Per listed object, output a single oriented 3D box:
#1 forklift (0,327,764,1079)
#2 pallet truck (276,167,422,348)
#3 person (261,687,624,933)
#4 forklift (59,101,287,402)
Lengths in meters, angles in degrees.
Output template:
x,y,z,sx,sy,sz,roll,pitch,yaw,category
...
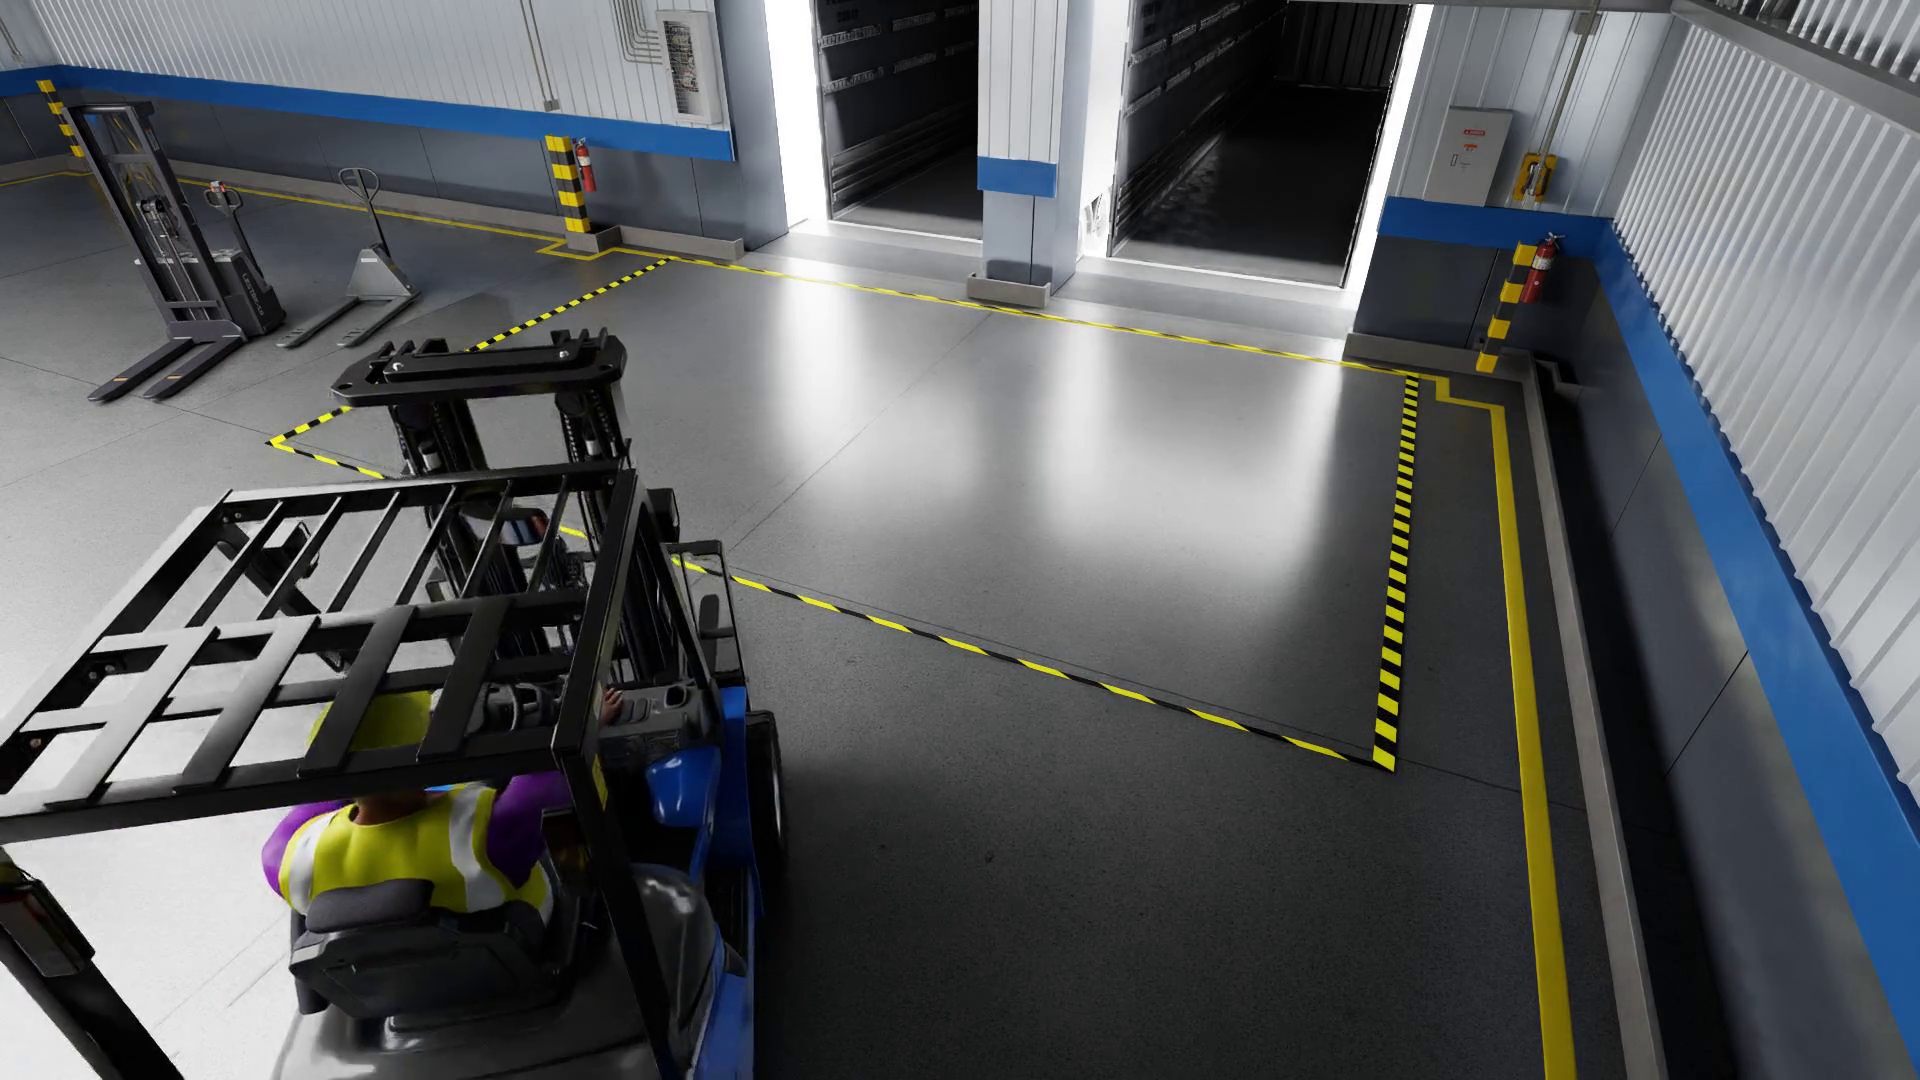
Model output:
x,y,z,sx,sy,sz,roll,pitch,yaw,category
-1.238,0.845,2.500,1.157,2.036,2.680,-6,35,-8,forklift
-5.732,-2.611,8.414,0.680,1.201,1.601,-1,35,-1,pallet truck
-1.241,0.658,2.442,0.635,1.293,1.004,-6,35,-8,person
-6.686,-2.387,7.434,0.823,1.965,1.885,-3,35,-5,forklift
